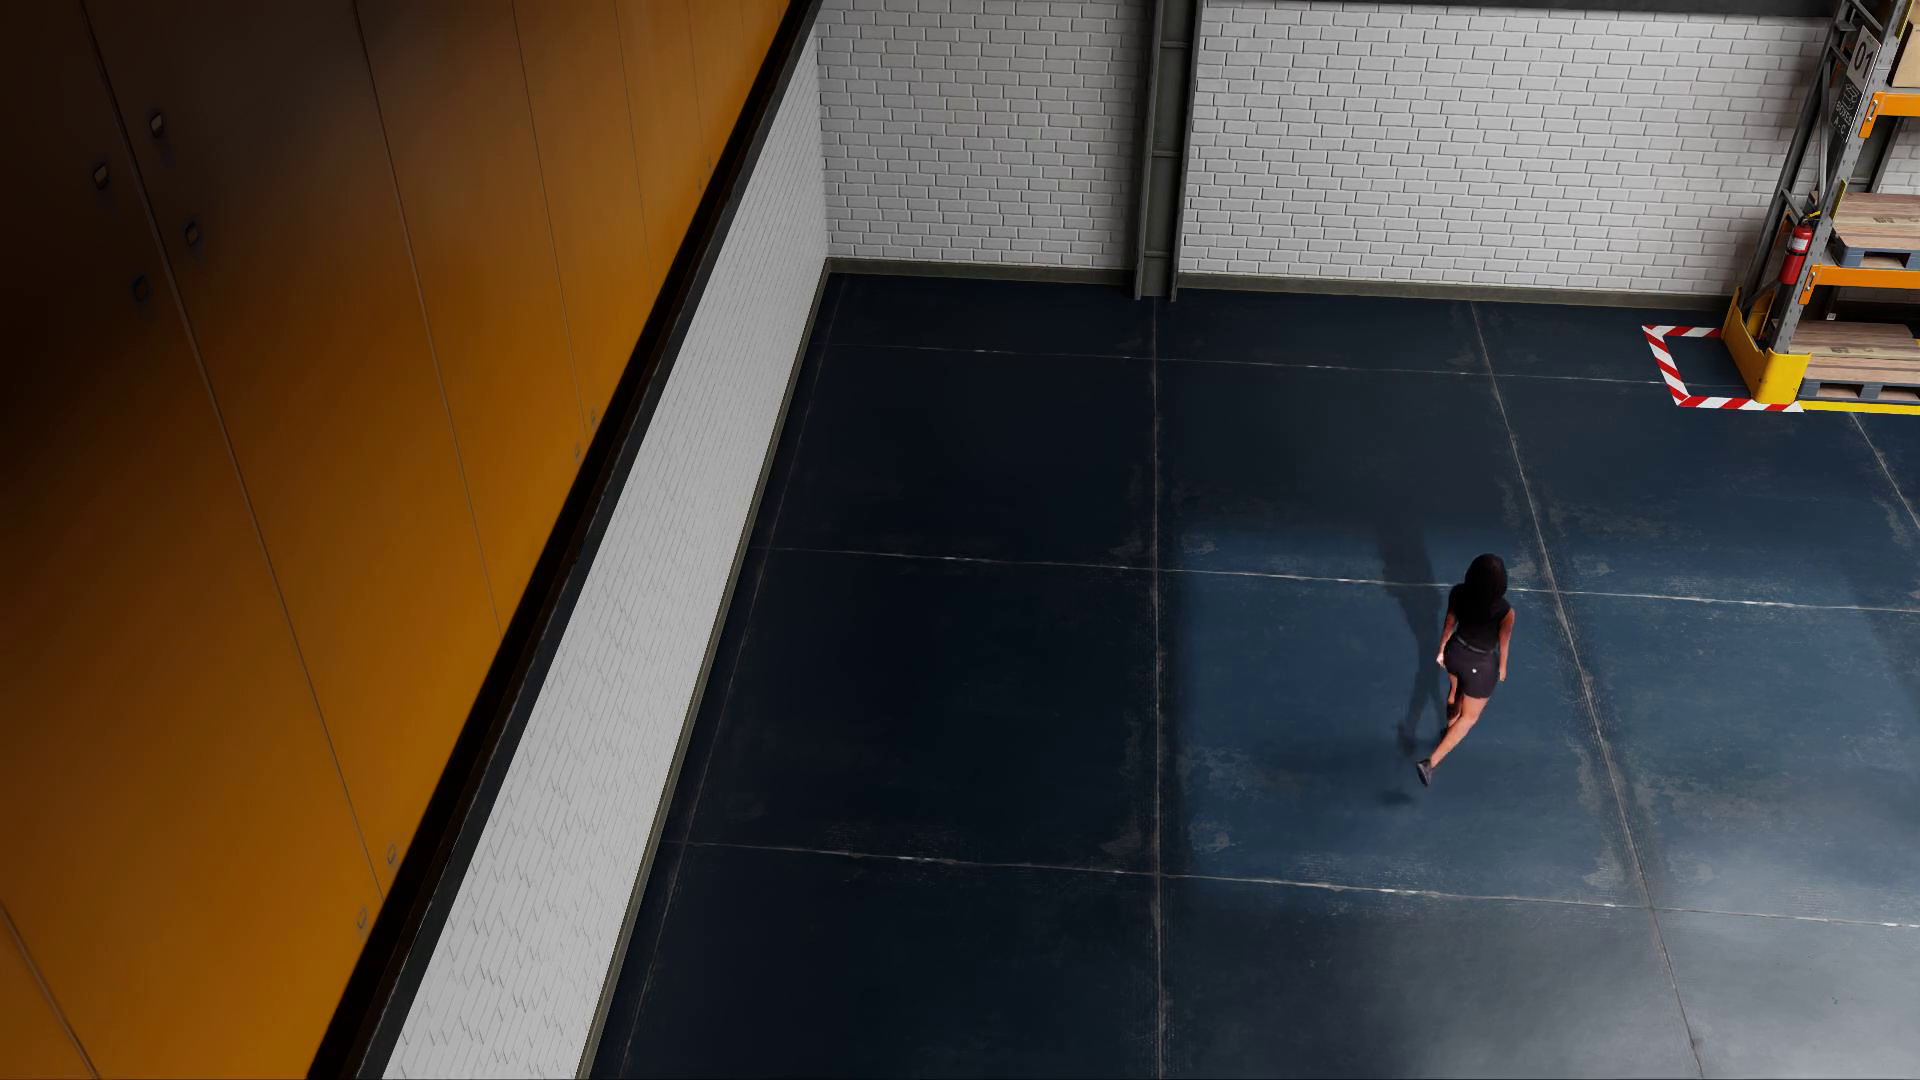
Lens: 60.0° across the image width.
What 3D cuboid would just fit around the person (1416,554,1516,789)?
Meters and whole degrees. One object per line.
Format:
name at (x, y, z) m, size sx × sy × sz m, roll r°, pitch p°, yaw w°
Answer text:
person at (3.197, 0.843, 10.561) m, size 1.090 × 1.717 × 1.058 m, roll -31°, pitch 48°, yaw -33°
